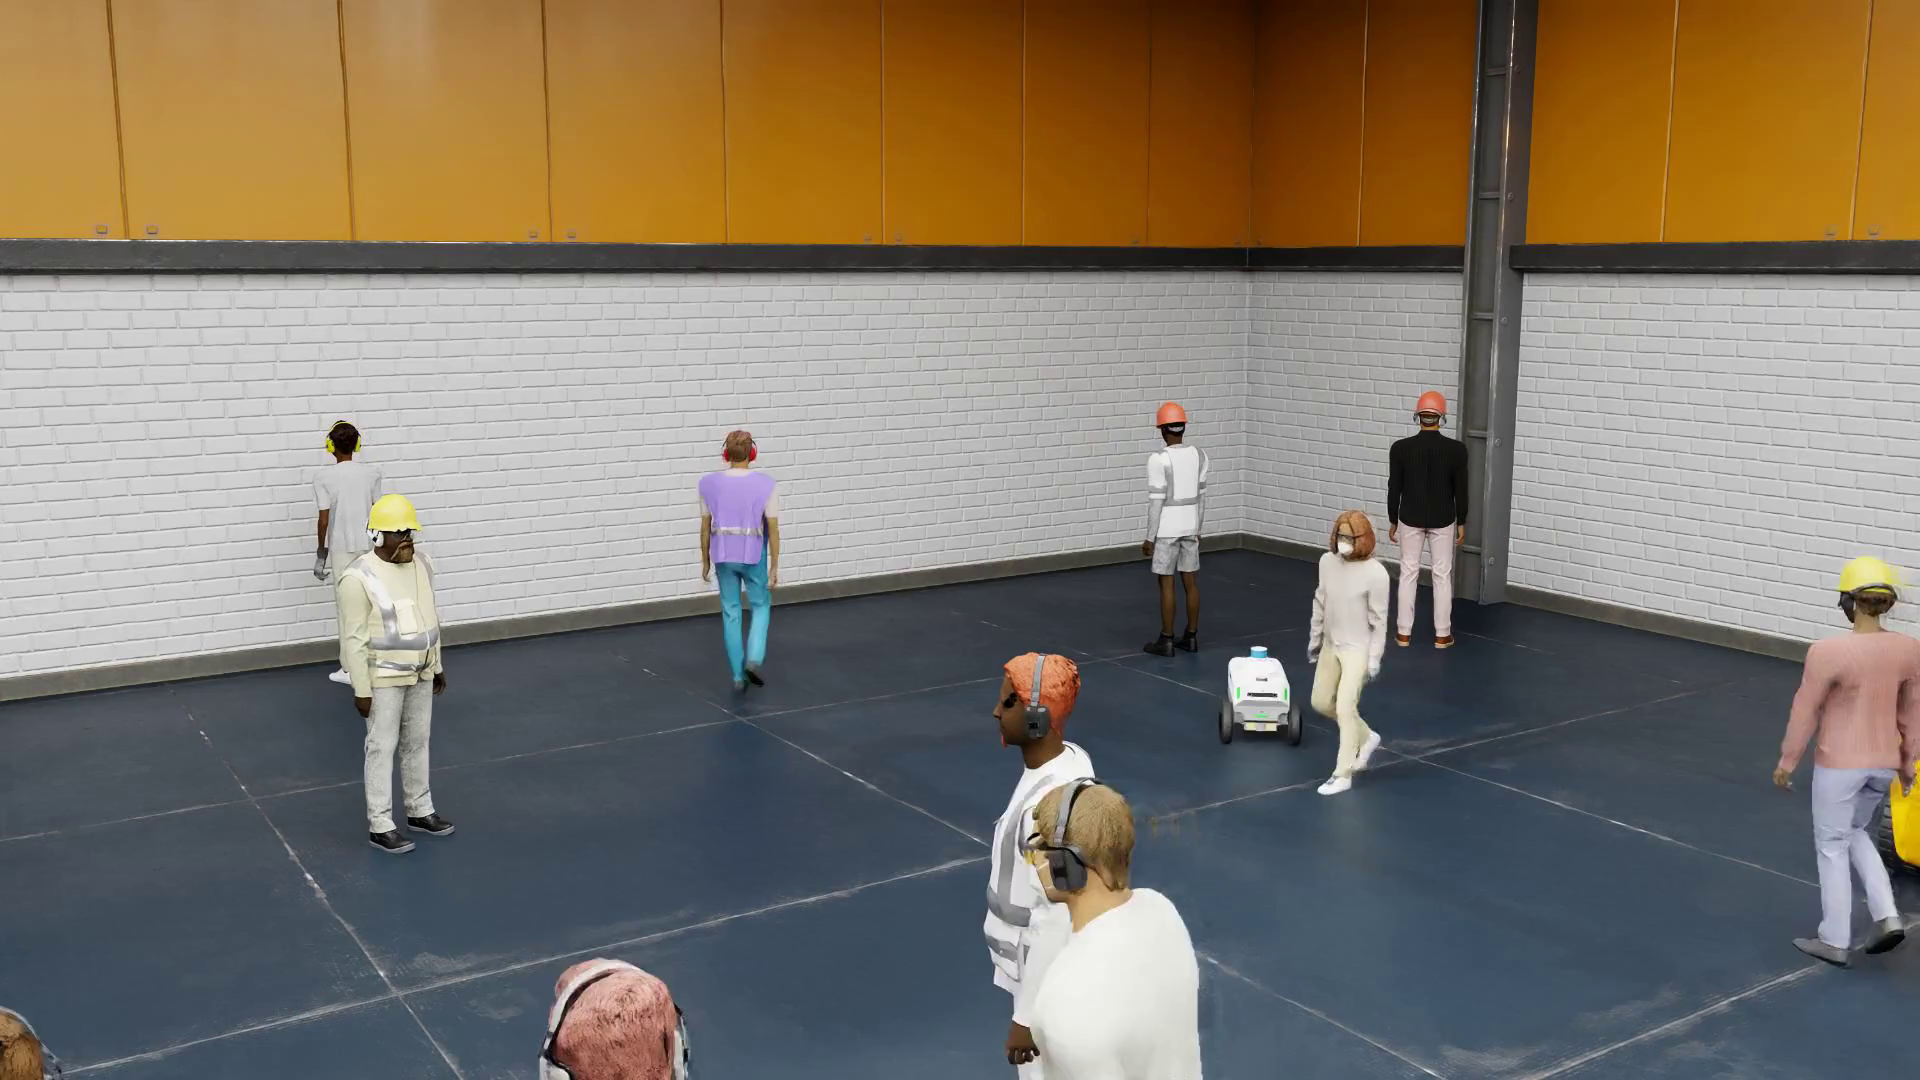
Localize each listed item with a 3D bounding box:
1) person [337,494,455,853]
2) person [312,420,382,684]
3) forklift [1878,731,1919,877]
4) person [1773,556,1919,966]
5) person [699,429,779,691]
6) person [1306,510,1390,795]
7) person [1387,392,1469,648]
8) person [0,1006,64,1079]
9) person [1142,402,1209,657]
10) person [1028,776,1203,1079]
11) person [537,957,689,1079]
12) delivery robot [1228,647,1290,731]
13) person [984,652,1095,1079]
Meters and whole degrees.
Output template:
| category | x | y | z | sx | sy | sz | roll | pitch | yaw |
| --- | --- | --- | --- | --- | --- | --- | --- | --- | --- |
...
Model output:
| category | x | y | z | sx | sy | sz | roll | pitch | yaw |
| --- | --- | --- | --- | --- | --- | --- | --- | --- | --- |
| person | -2.850 | 0.667 | 8.450 | 0.403 | 1.824 | 0.592 | 4 | 10 | 24 |
| person | -4.329 | 0.086 | 11.797 | 0.519 | 1.873 | 0.328 | -9 | 13 | -42 |
| forklift | 5.511 | 0.571 | 7.906 | 2.313 | 2.155 | 1.214 | -6 | 11 | -33 |
| person | 3.763 | 0.942 | 7.031 | 0.541 | 1.750 | 0.379 | -2 | 10 | -14 |
| person | -1.527 | 0.147 | 11.546 | 0.577 | 1.831 | 0.443 | 0 | 9 | 1 |
| person | 2.213 | 0.616 | 9.351 | 0.453 | 1.614 | 0.517 | -6 | 11 | -32 |
| person | 3.615 | -0.151 | 12.871 | 0.608 | 1.989 | 0.386 | 3 | 10 | 18 |
| person | -1.491 | 1.625 | 2.692 | 0.567 | 1.807 | 0.695 | -3 | 10 | -17 |
| person | 1.610 | -0.078 | 12.616 | 0.542 | 1.929 | 0.374 | -6 | 11 | -31 |
| person | 0.378 | 1.448 | 3.587 | 1.052 | 1.887 | 0.667 | 5 | 11 | 27 |
| person | -0.503 | 1.602 | 2.624 | 0.674 | 1.888 | 0.458 | -3 | 10 | -16 |
| delivery robot | 1.877 | 0.916 | 10.473 | 0.477 | 0.478 | 0.707 | 1 | 10 | 6 |
| person | 0.231 | 1.244 | 4.788 | 0.356 | 1.883 | 0.572 | 1 | 10 | 7 |
